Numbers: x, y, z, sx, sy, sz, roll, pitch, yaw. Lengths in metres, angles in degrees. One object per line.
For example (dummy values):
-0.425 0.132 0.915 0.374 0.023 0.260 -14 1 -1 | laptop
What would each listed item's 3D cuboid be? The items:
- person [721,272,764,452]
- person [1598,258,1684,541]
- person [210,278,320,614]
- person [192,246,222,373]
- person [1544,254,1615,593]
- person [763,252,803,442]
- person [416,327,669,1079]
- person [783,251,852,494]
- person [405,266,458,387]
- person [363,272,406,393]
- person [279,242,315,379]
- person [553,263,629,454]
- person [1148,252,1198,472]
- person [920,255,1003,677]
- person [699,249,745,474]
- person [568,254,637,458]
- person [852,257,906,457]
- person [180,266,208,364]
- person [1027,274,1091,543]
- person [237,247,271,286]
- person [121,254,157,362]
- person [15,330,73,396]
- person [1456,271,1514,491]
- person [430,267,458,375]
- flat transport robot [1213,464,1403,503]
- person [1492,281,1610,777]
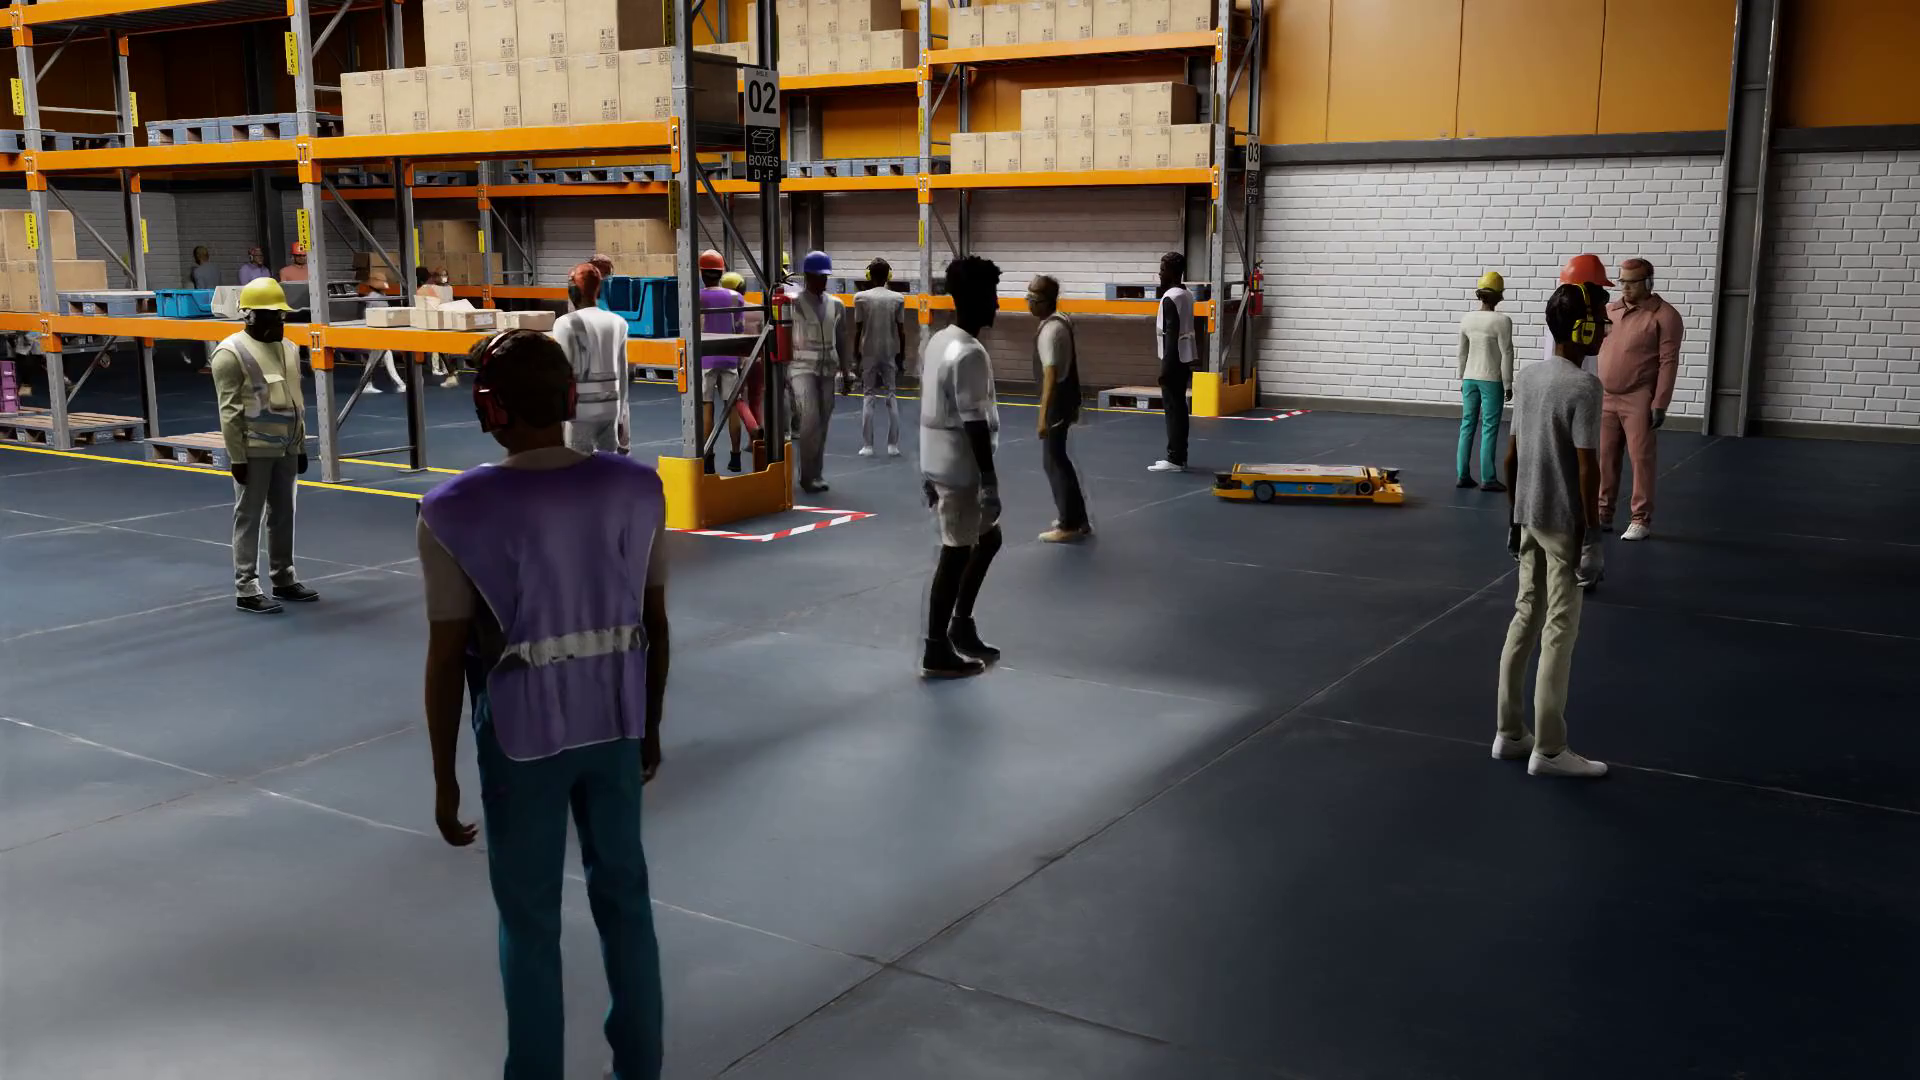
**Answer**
-1.985 -1.648 15.613 0.589 1.730 0.581 -7 12 -34 | person
4.529 -0.953 11.295 0.410 1.905 0.641 -6 12 -32 | person
-3.786 -0.515 9.100 0.405 1.823 0.591 3 11 16 | person
-11.462 -3.503 25.339 0.370 1.934 0.627 1 10 7 | person
3.548 -0.675 9.651 0.369 1.939 0.542 2 10 11 | person
-1.796 -1.939 16.696 0.381 1.922 0.594 6 12 29 | person
-0.885 0.457 3.675 0.576 1.837 0.395 -8 13 -37 | person
-1.135 -1.333 13.304 0.622 1.925 0.558 -8 13 -36 | person
-7.299 -2.916 22.825 0.817 1.647 0.550 2 10 10 | person
-7.571 -2.728 21.972 0.814 1.595 0.504 -1 10 -4 | person
-9.629 -3.357 24.369 0.631 1.989 0.399 -10 14 -43 | person
-2.300 -0.775 10.369 0.341 1.883 0.603 7 12 34 | person
1.883 -1.557 14.596 0.383 1.918 0.597 4 11 19 | person
0.062 -0.327 7.682 0.582 1.945 0.647 -3 11 -14 | person
-2.135 -1.543 14.462 0.542 1.939 0.369 -5 11 -24 | person
-3.133 -1.528 14.492 0.669 1.904 0.401 -7 12 -33 | person
-0.757 -1.702 15.575 0.503 1.860 0.311 -3 11 -15 | person
-12.173 -3.558 26.541 0.573 1.612 0.500 4 11 19 | person
0.648 -0.872 11.124 0.452 1.803 0.593 1 10 7 | person
-11.359 -3.782 26.957 0.401 1.910 0.642 3 11 19 | person
-13.480 -3.784 27.276 0.476 1.800 0.651 -5 11 -25 | person
-12.015 -2.698 21.652 0.682 1.660 0.543 -2 10 -10 | person
4.267 -1.278 13.474 0.312 1.767 0.533 -6 12 -31 | person
-7.792 -3.291 25.030 0.280 1.625 0.503 5 11 24 | person
2.726 -0.458 13.071 1.431 0.197 0.652 2 10 11 | flat transport robot
2.267 -0.039 6.324 0.309 1.868 0.535 -3 11 -16 | person
